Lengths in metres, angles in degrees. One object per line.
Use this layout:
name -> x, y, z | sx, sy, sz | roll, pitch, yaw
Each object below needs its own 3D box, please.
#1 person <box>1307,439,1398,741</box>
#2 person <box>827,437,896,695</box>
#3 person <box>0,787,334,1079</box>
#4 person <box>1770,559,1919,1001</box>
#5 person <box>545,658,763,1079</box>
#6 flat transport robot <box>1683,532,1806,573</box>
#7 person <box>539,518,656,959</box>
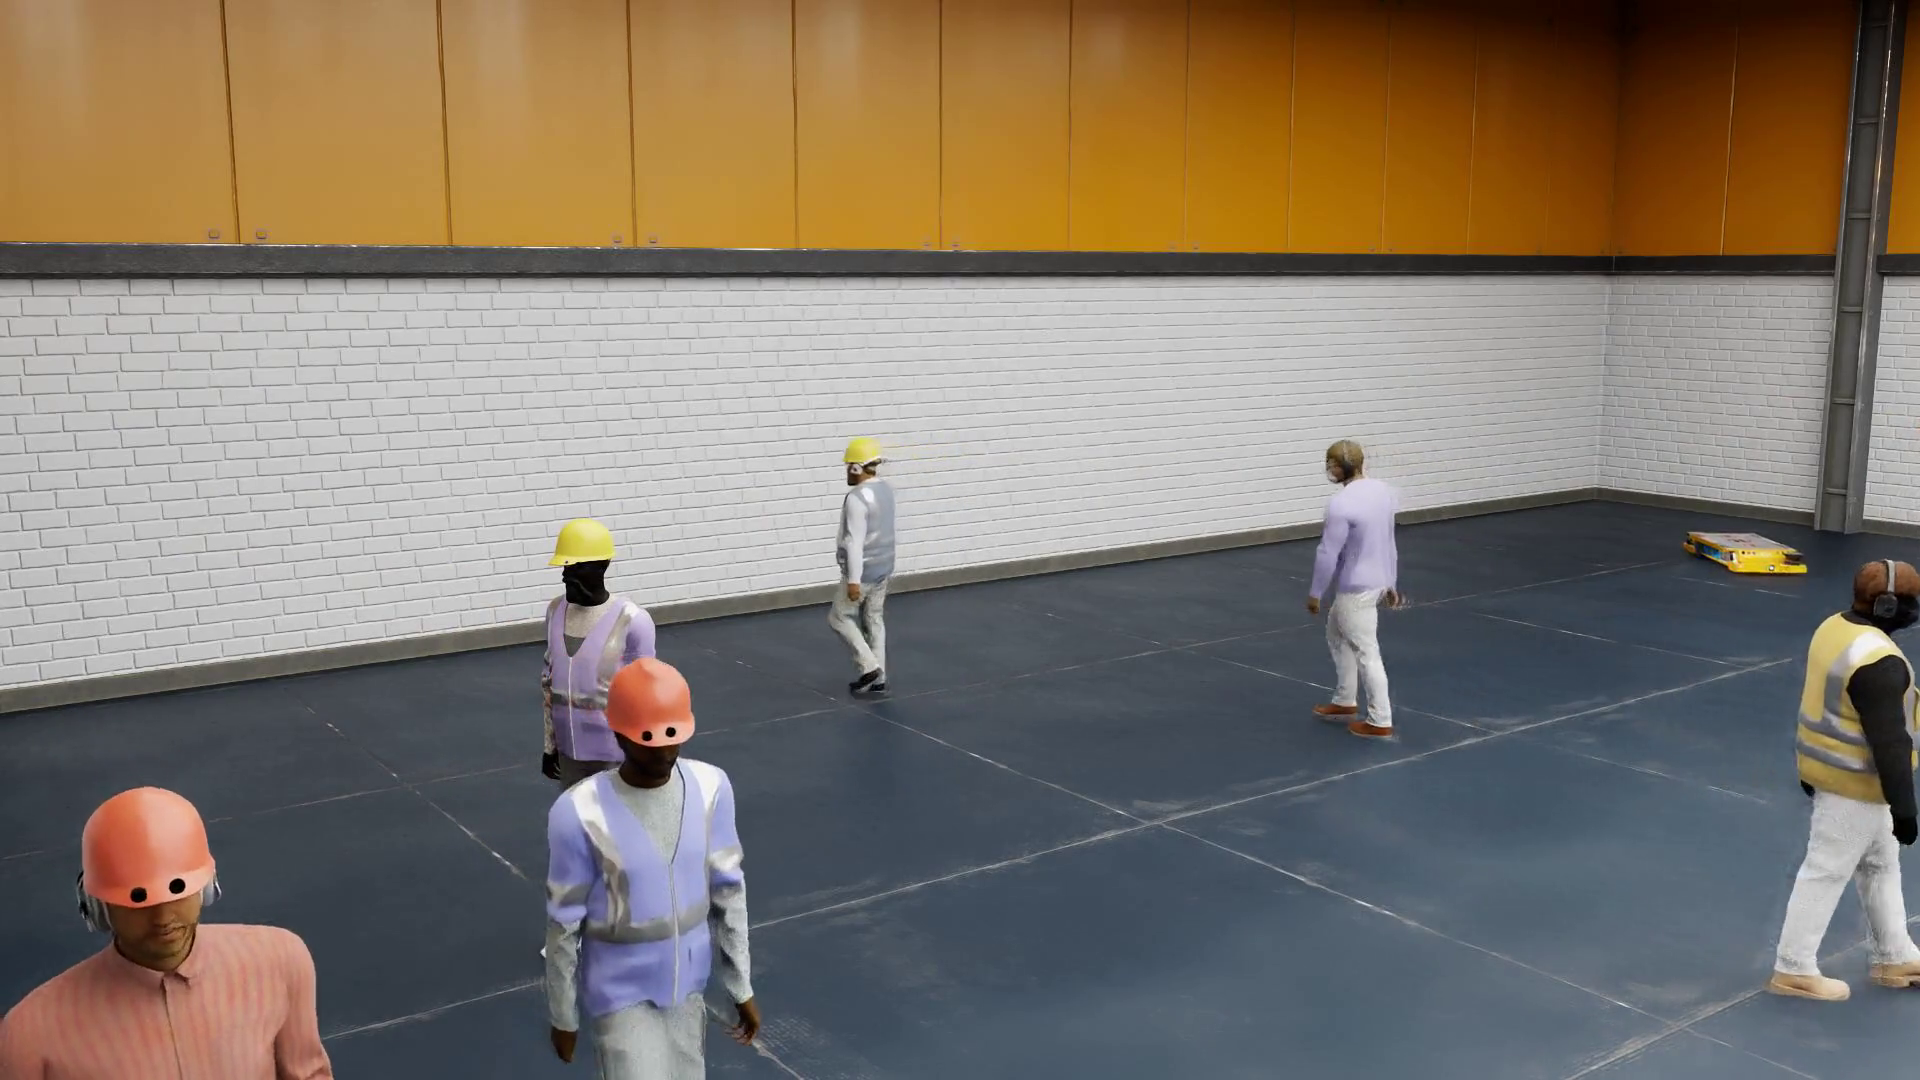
person -> 2.449, 0.310, 10.509 | 0.782, 1.900, 0.628 | 7, 12, 39
person -> -0.663, 0.194, 11.474 | 0.437, 1.813, 0.615 | 4, 10, 23
person -> -1.623, 1.422, 3.444 | 0.609, 1.969, 0.879 | -9, 13, -42
person -> 3.719, 0.979, 6.655 | 0.853, 1.808, 0.666 | 2, 9, 13
person -> -0.856, 1.254, 4.660 | 0.540, 1.914, 0.455 | -8, 12, -42
flat transport robot -> 7.875, 0.113, 16.732 | 0.652, 0.197, 1.431 | 1, 9, 4
person -> -1.541, 0.860, 7.024 | 0.585, 1.929, 0.370 | 5, 11, 29
